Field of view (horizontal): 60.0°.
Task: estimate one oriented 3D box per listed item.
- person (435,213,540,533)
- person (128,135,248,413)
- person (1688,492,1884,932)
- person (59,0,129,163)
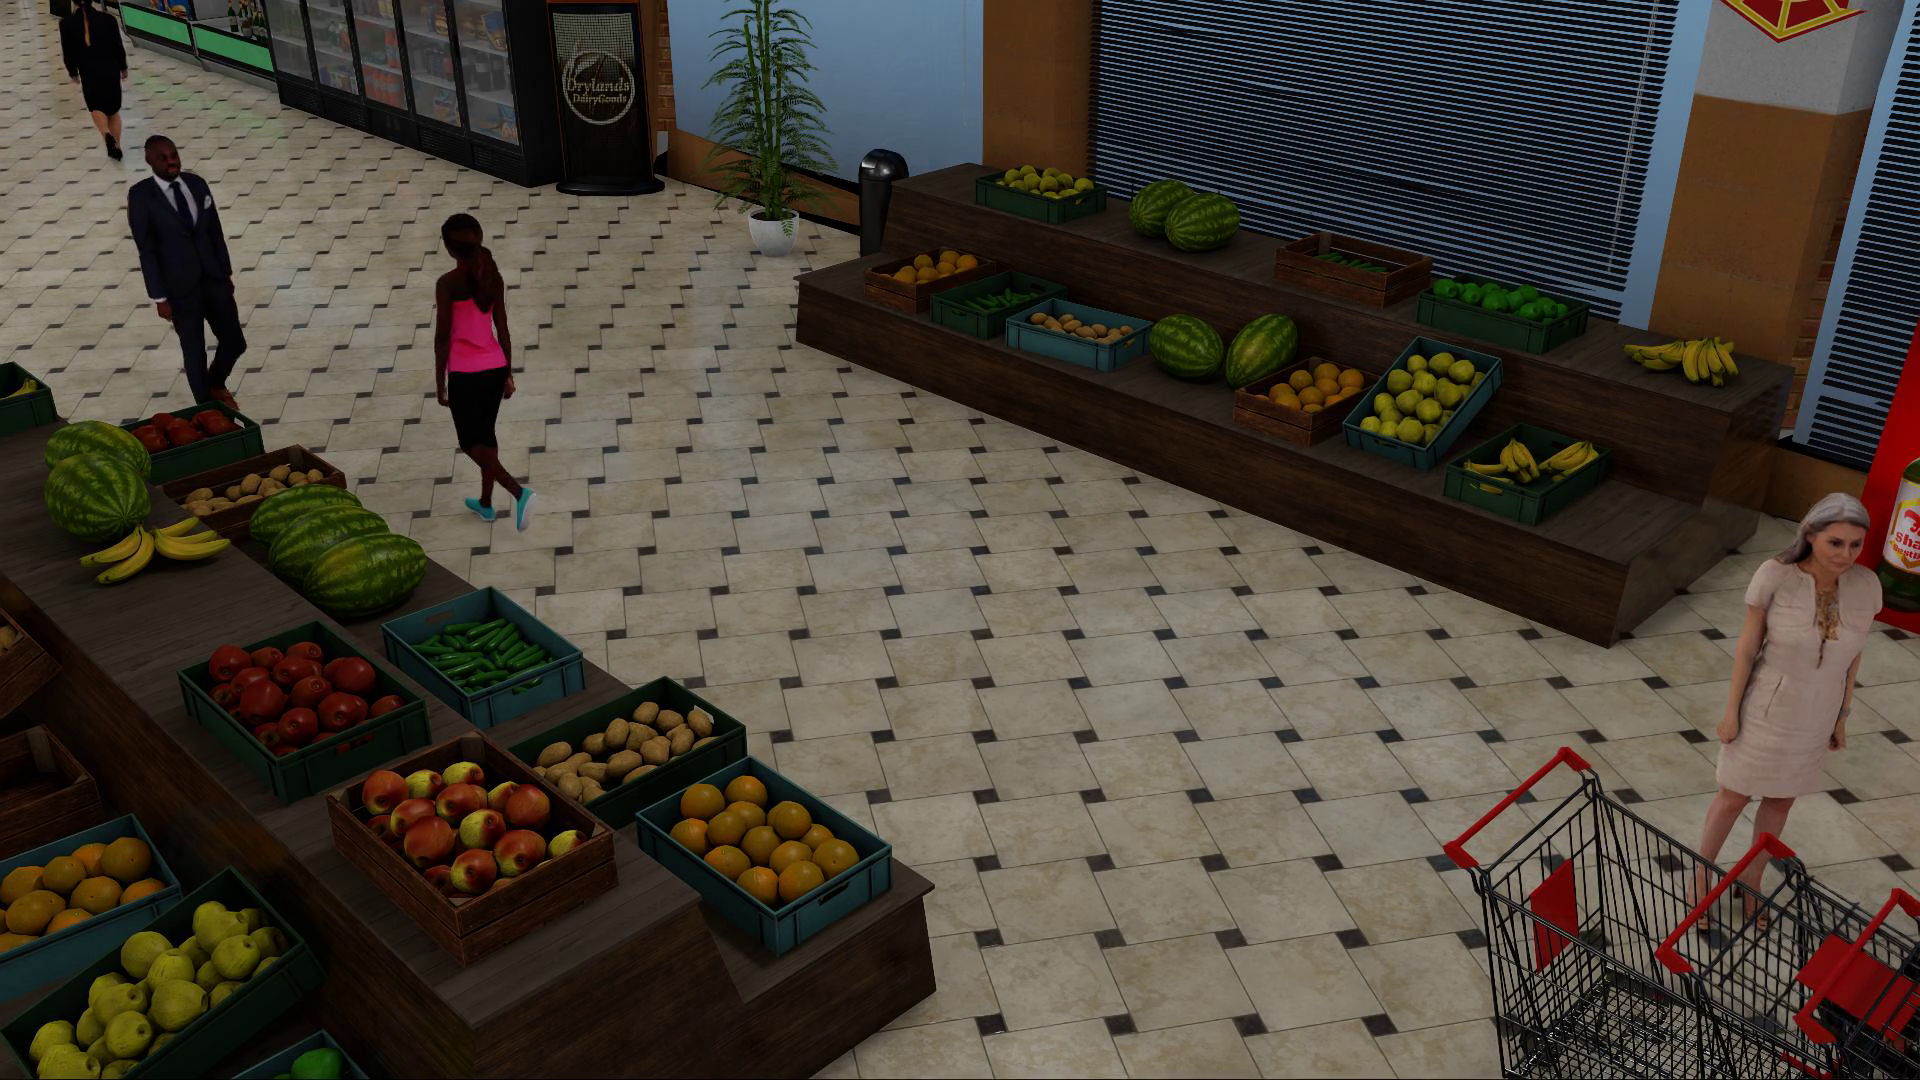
[{"bbox_3d":[-2.470,-0.826,8.683,0.986,1.708,0.637,18,32,32],"label":"person"},{"bbox_3d":[-4.644,-1.536,9.968,0.715,1.812,0.741,19,32,33],"label":"person"},{"bbox_3d":[2.866,0.622,5.798,0.681,1.735,0.749,1,27,2],"label":"person"},{"bbox_3d":[-8.153,-4.392,15.768,0.786,1.661,0.864,-17,31,-29],"label":"person"}]
